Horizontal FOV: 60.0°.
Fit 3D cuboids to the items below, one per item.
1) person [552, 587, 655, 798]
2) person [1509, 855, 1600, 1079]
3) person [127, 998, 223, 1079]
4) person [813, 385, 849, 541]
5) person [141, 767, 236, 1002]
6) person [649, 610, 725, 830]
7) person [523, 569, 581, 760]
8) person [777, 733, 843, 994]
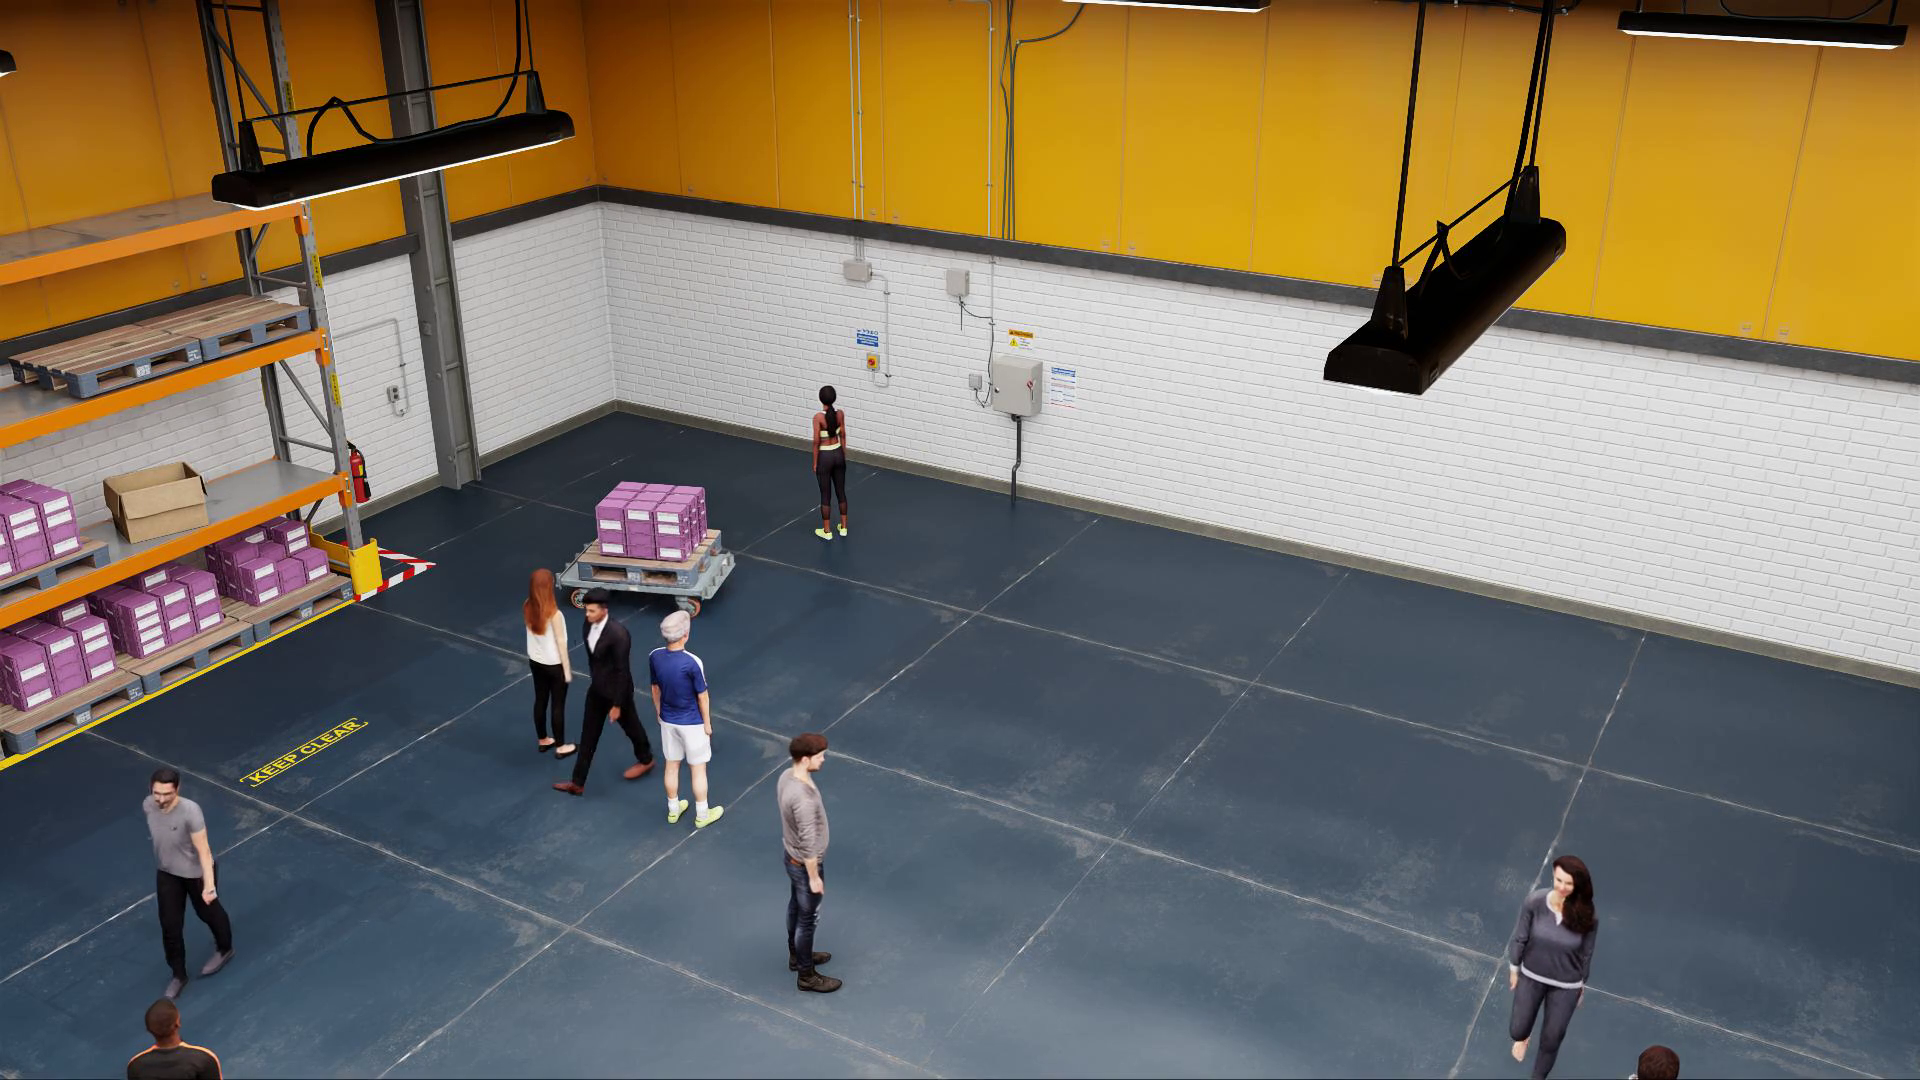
[{"bbox_3d":[-2.745,1.196,13.525,0.865,1.826,1.237,20,30,37],"label":"person"},{"bbox_3d":[3.644,2.665,10.251,0.670,1.756,0.863,10,25,21],"label":"person"},{"bbox_3d":[-4.124,3.226,8.909,0.693,1.805,0.725,-3,24,-7],"label":"person"},{"bbox_3d":[-1.420,-0.861,18.320,0.596,1.755,0.699,-13,27,-28],"label":"person"},{"bbox_3d":[-5.242,2.218,11.322,0.851,1.718,0.991,6,24,13],"label":"person"},{"bbox_3d":[-2.173,1.406,13.038,0.667,1.832,0.604,9,25,19],"label":"person"},{"bbox_3d":[-3.479,1.038,14.018,0.574,1.721,0.500,14,27,29],"label":"person"},{"bbox_3d":[-1.059,2.158,11.234,0.826,1.898,0.769,-6,24,-14],"label":"person"}]
